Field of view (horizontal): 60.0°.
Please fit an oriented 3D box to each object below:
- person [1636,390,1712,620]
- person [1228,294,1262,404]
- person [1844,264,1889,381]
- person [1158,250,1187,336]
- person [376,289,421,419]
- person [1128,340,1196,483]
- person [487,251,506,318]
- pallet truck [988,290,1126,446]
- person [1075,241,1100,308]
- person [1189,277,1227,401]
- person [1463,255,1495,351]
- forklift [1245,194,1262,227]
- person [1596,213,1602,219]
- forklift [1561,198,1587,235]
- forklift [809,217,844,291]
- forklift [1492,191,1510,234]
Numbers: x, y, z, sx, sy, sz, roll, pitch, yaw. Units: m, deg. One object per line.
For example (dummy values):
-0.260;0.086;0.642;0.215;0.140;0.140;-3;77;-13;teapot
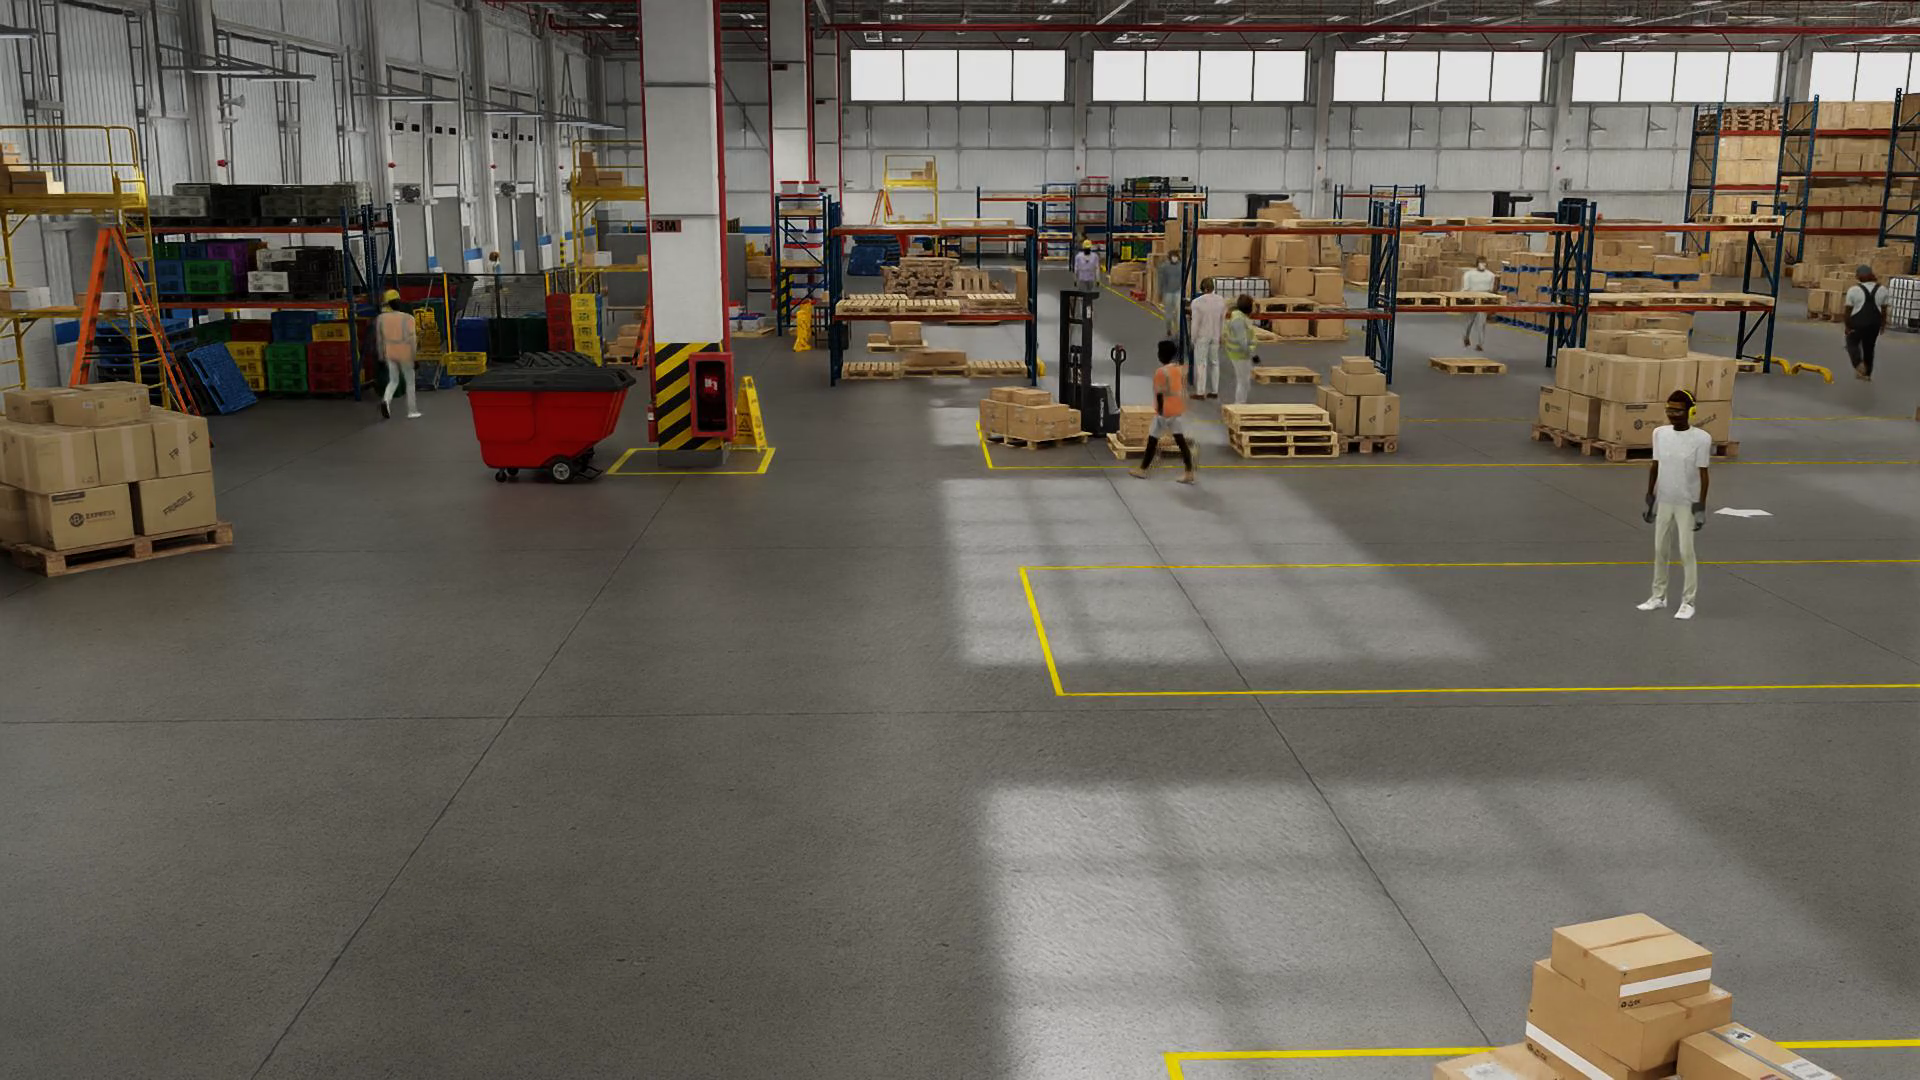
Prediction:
5.759;-0.287;13.370;0.365;1.856;0.535;-9;15;-35;person
4.165;-2.655;24.159;0.536;1.809;0.657;5;13;21;person
15.482;-3.731;28.479;0.706;2.000;0.635;1;13;6;person
4.617;-5.322;36.038;0.654;1.871;1.083;-1;12;-2;person
-8.139;-2.665;24.019;0.580;1.894;0.691;2;13;7;person
2.397;-1.485;19.230;0.890;1.645;0.539;11;17;41;person
-11.430;-6.266;40.862;0.519;1.633;0.312;12;17;42;person
1.257;-2.299;22.111;1.885;1.965;0.823;-9;15;-35;pallet truck
3.138;-6.419;40.987;0.610;1.870;0.977;0;12;0;person
3.875;-3.161;26.137;0.632;1.940;0.372;-6;14;-25;person
10.412;-4.776;33.482;0.640;1.922;0.741;1;13;3;person
9.654;-9.989;54.820;1.873;2.768;1.129;0;12;-2;forklift
25.771;-12.242;67.174;0.569;1.925;0.601;4;13;17;person
17.204;-8.212;46.797;1.873;2.768;1.129;0;12;-2;forklift
-4.375;-8.619;48.637;1.873;2.768;1.129;0;12;-2;forklift
20.377;-11.777;62.892;1.873;2.768;1.129;0;12;-2;forklift
